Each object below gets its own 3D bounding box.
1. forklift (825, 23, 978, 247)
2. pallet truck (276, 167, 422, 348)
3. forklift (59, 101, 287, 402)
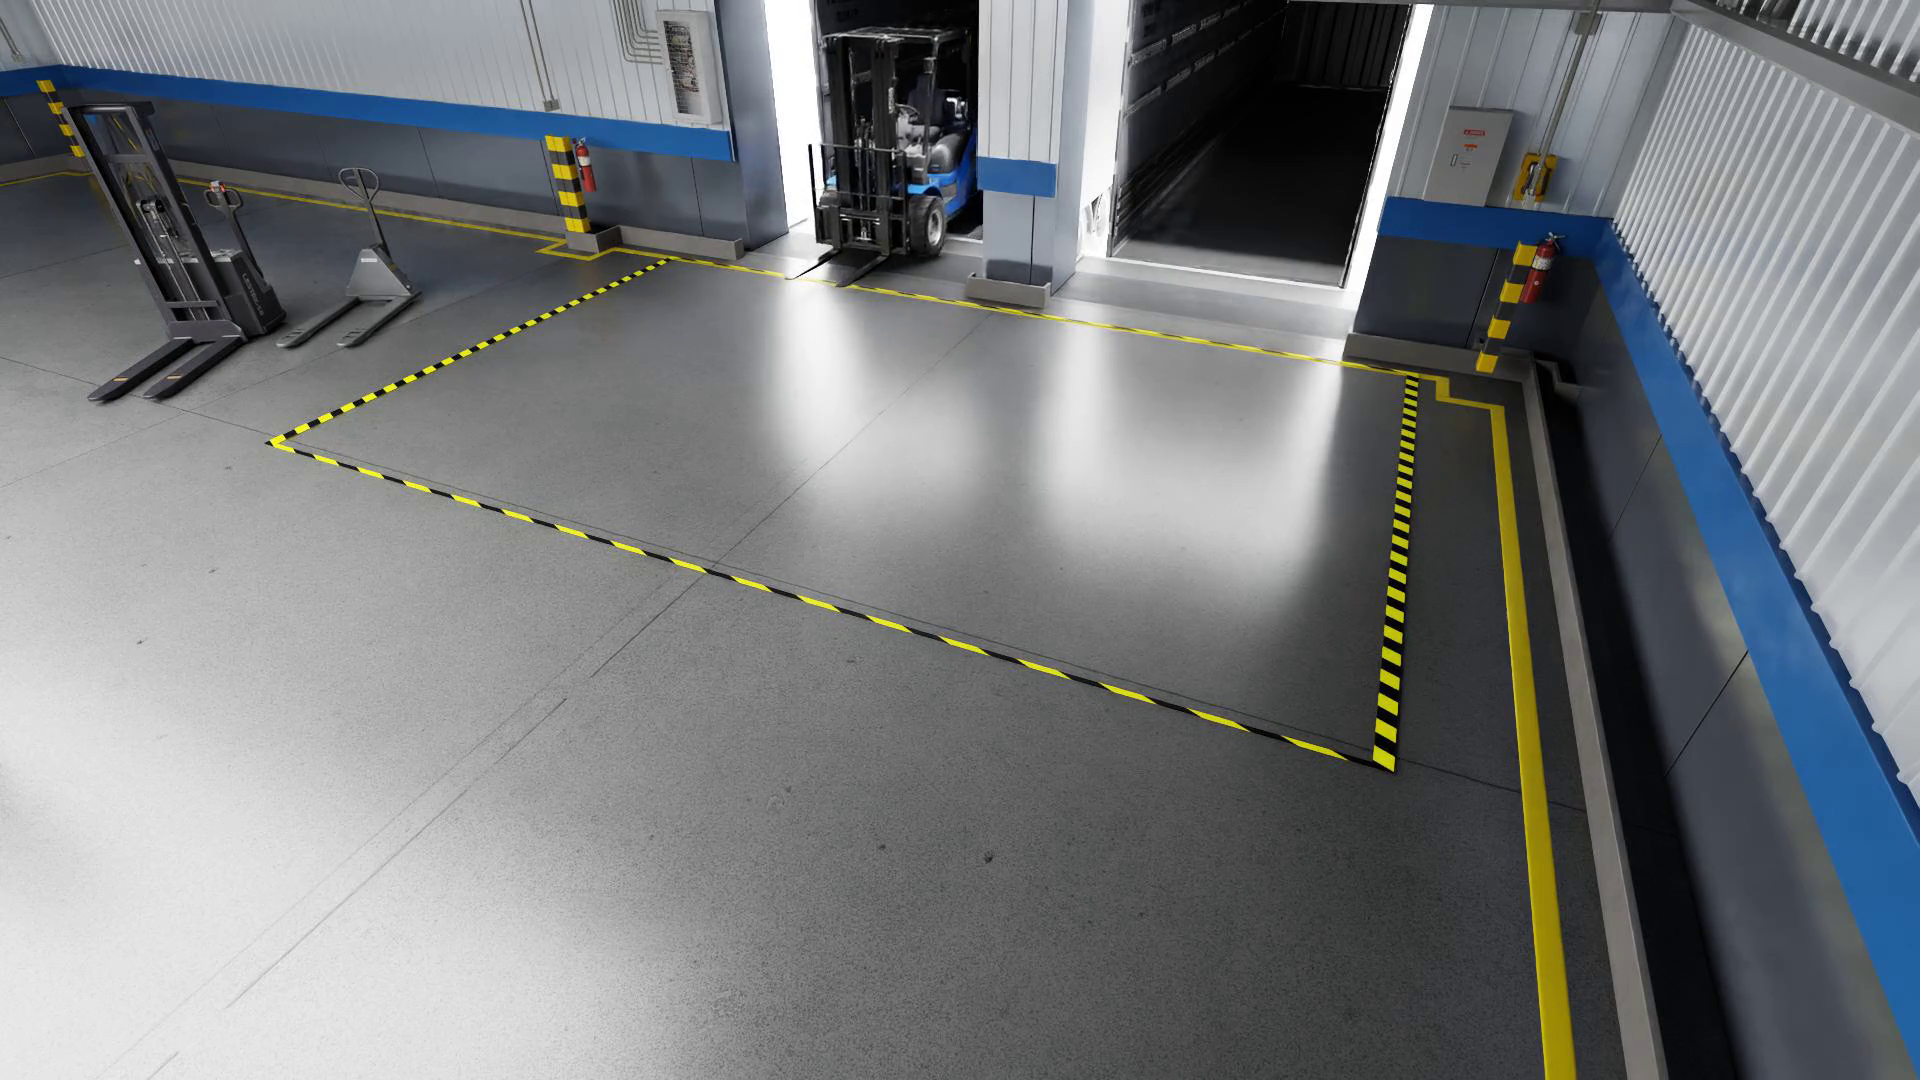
[{"bbox_3d":[-0.566,-4.647,10.321,1.157,2.036,2.680,13,37,18],"label":"forklift"},{"bbox_3d":[-5.732,-2.611,8.414,0.680,1.201,1.601,-1,35,-1],"label":"pallet truck"},{"bbox_3d":[-6.686,-2.387,7.434,0.823,1.965,1.885,-3,35,-5],"label":"forklift"}]
